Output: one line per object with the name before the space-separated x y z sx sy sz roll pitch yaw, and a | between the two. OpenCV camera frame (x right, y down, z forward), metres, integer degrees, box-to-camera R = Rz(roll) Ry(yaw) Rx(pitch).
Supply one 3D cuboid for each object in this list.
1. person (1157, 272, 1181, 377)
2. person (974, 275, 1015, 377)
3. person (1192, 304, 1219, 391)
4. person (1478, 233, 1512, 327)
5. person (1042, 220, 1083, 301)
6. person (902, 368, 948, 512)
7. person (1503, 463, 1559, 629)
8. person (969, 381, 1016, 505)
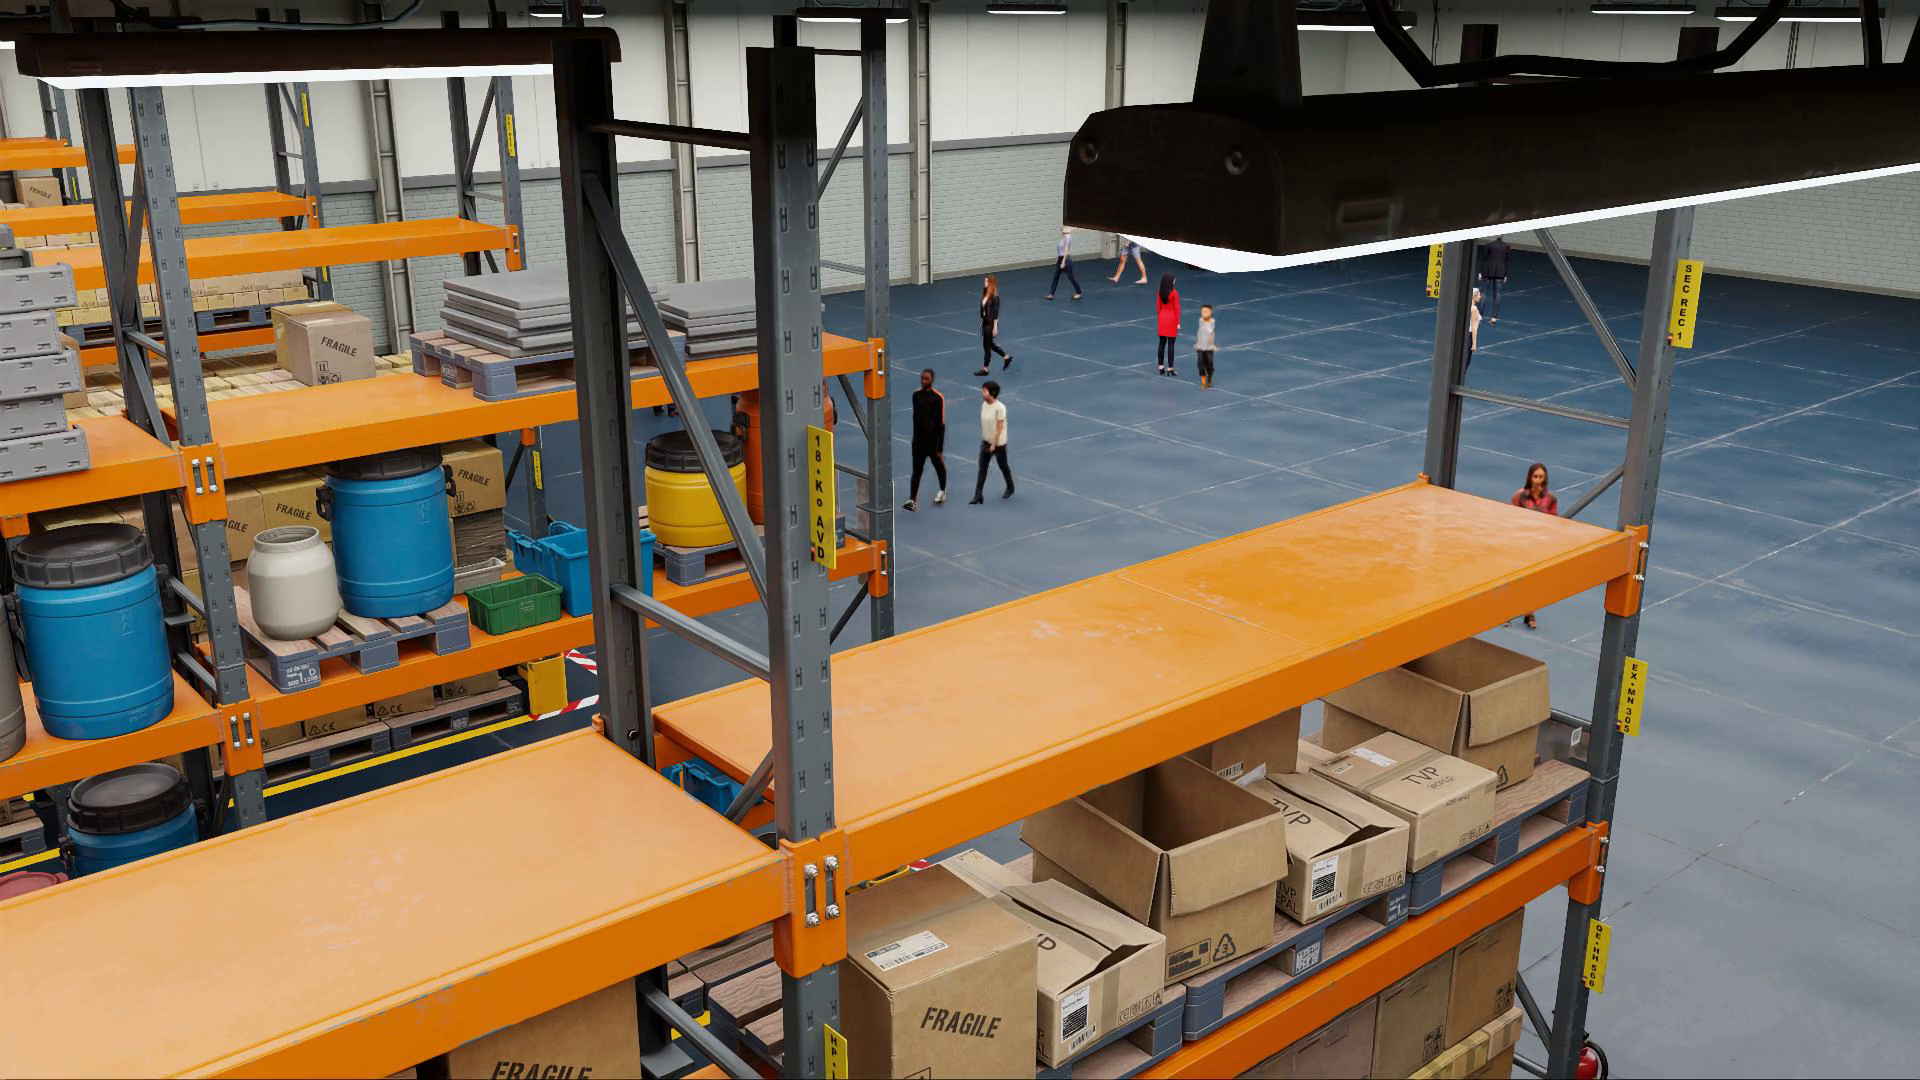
person | 3.511 -3.651 28.064 0.637 1.748 0.635 16 24 41
person | 0.588 -3.620 28.048 1.064 1.698 0.842 -6 19 -19
person | 4.022 -3.202 27.172 0.681 1.446 0.734 6 19 19
person | 9.417 -4.705 29.472 0.825 1.783 0.780 3 18 10
person | 2.286 -5.827 34.853 1.185 1.680 0.910 -5 19 -14
person | -0.342 -1.251 20.673 0.972 1.761 1.301 9 20 25
person | 5.747 0.045 16.784 0.700 1.703 0.742 3 18 10
person | 0.490 -1.209 20.896 1.015 1.543 0.631 -16 24 -41
